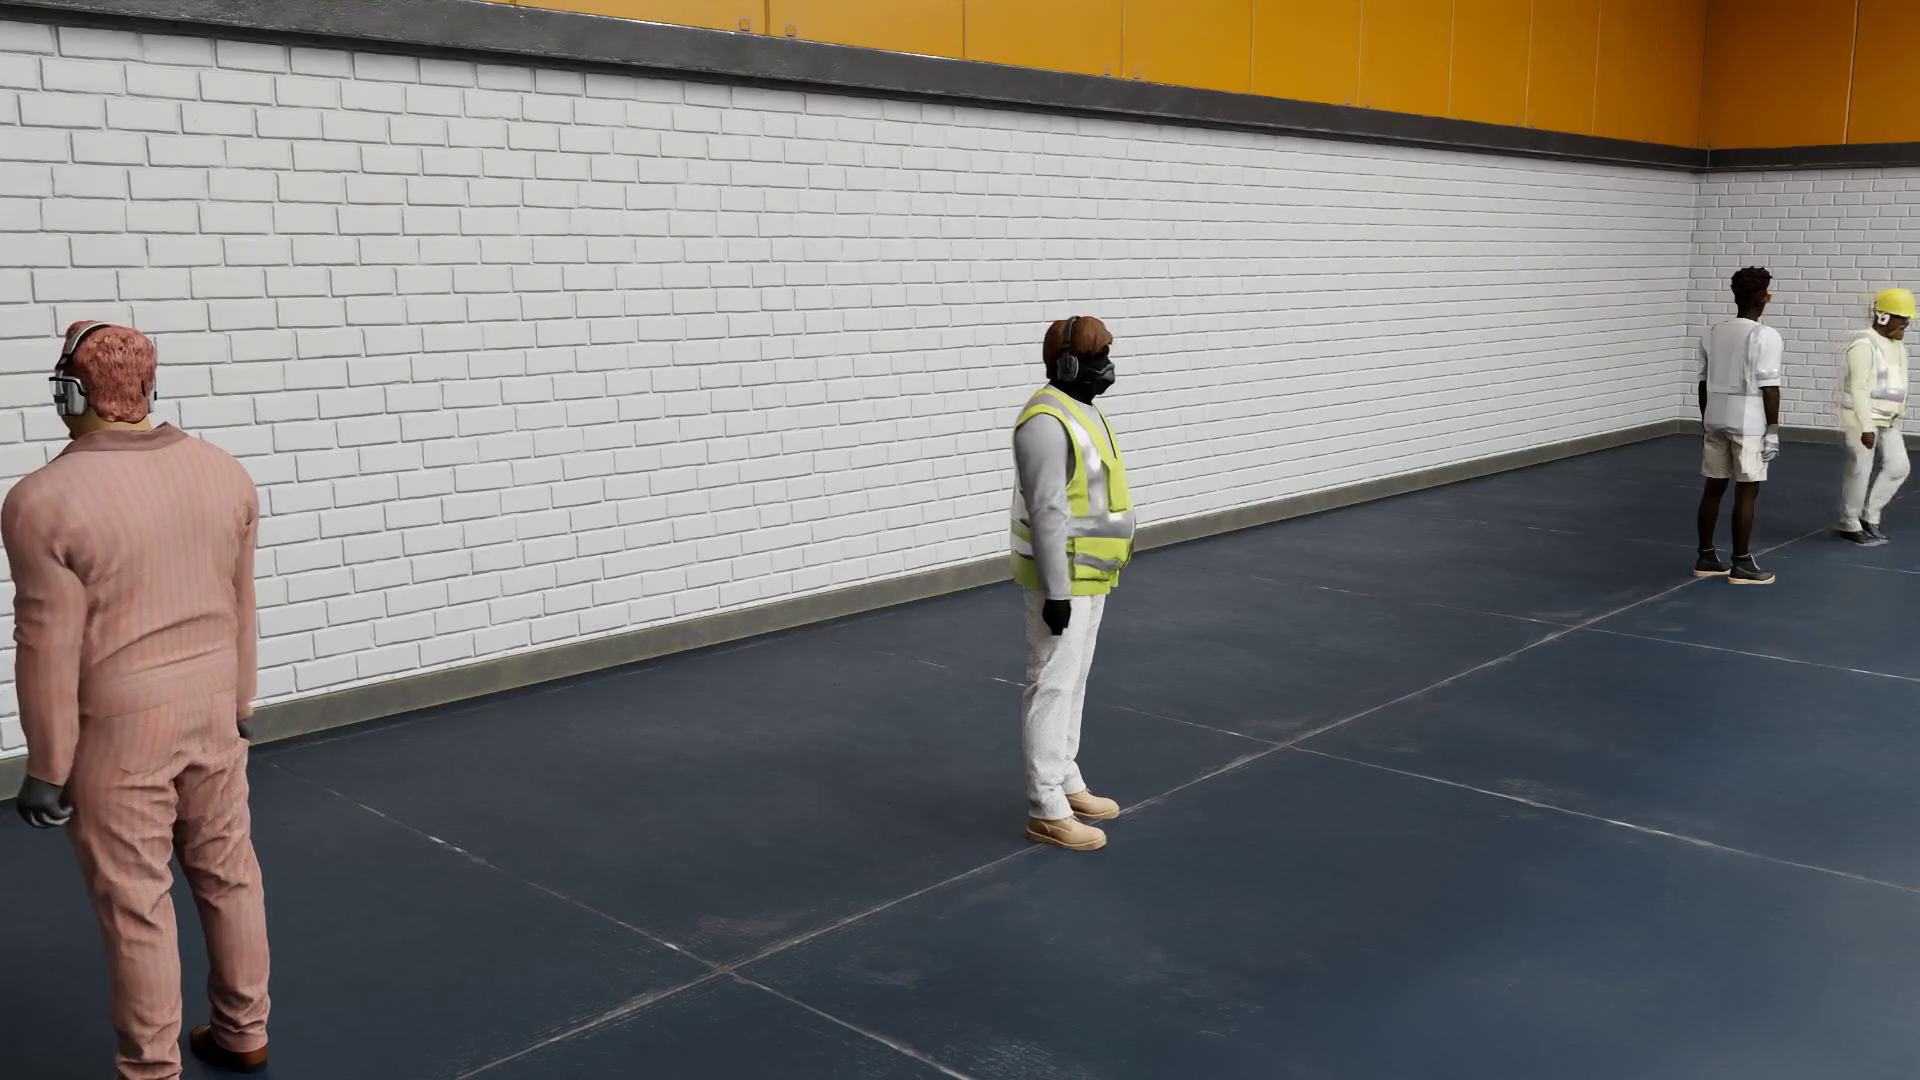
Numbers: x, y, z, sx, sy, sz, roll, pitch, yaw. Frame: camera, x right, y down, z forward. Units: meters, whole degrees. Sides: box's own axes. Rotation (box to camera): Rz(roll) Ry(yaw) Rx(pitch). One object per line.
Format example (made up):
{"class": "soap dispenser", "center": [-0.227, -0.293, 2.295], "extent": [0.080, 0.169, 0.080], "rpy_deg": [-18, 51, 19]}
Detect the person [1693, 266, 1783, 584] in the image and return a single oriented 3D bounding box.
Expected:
{"class": "person", "center": [4.847, -0.710, 10.336], "extent": [0.363, 1.966, 0.610], "rpy_deg": [-4, 11, -21]}

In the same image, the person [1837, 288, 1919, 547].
{"class": "person", "center": [6.328, -0.833, 11.493], "extent": [0.624, 1.804, 0.445], "rpy_deg": [-7, 12, -35]}

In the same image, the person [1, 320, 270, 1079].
{"class": "person", "center": [-1.961, 0.439, 3.964], "extent": [0.400, 1.910, 0.643], "rpy_deg": [5, 11, 25]}

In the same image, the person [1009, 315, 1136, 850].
{"class": "person", "center": [0.399, 0.139, 5.855], "extent": [0.430, 1.845, 0.619], "rpy_deg": [3, 10, 17]}
